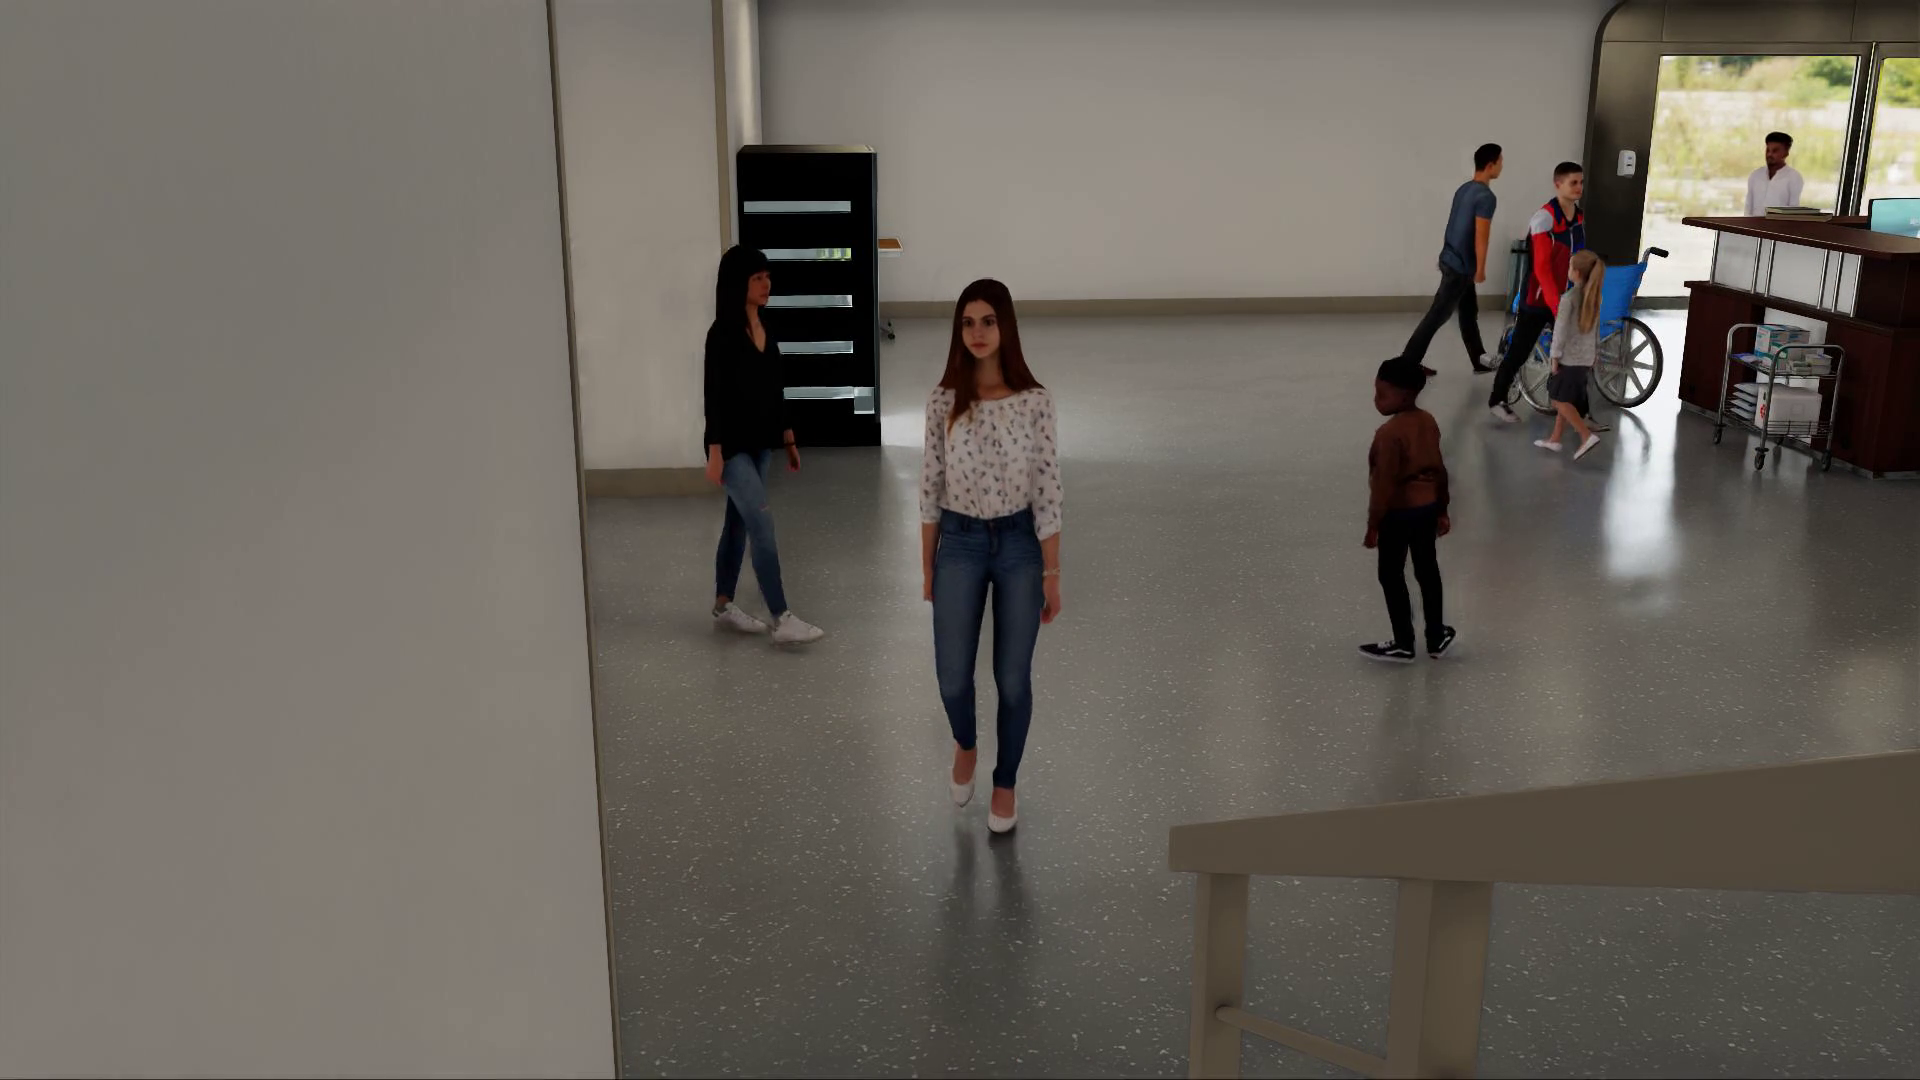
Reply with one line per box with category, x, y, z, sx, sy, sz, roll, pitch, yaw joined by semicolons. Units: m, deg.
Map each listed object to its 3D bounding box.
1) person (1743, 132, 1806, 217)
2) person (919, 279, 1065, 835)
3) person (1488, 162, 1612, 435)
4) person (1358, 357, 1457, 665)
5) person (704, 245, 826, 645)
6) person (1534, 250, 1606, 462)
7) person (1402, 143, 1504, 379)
person;7.153;-2.657;14.605;0.923;1.798;0.882;-14;21;-40
person;0.099;0.042;5.183;0.641;1.715;0.676;1;16;2
person;3.749;-1.542;10.811;0.908;1.710;1.227;-8;18;-26
person;1.819;-0.111;6.605;0.714;1.238;0.694;-7;17;-24
person;-0.959;-0.388;6.862;0.874;1.632;0.878;7;17;22
person;3.762;-1.107;10.085;0.713;1.260;0.872;-9;18;-29
person;3.702;-2.058;12.582;0.785;1.743;1.064;0;16;-1
